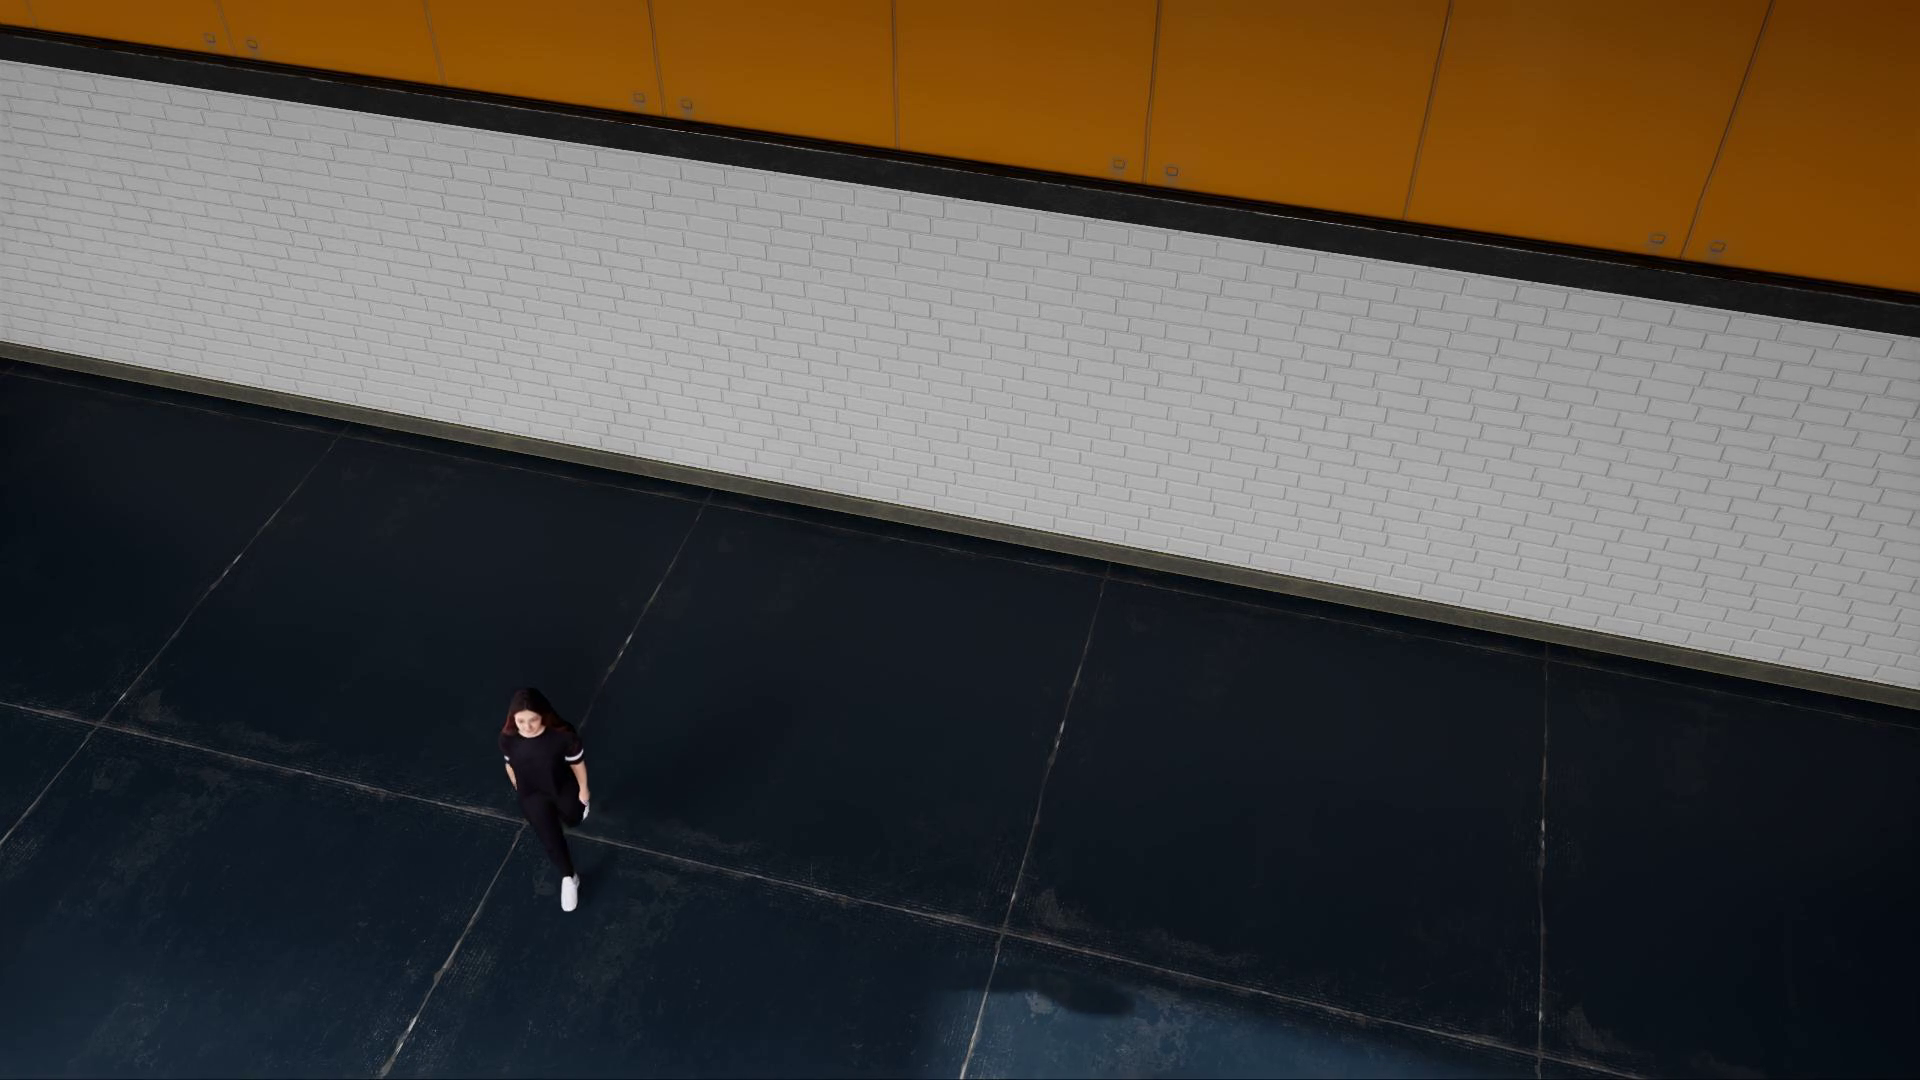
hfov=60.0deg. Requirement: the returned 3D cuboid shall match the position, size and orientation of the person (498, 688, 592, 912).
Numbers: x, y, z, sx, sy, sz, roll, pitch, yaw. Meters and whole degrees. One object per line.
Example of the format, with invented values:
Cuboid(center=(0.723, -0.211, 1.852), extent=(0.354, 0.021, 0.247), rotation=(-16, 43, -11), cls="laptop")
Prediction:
Cuboid(center=(-2.294, 1.339, 9.372), extent=(0.809, 1.622, 1.068), rotation=(-2, 44, -3), cls="person")
